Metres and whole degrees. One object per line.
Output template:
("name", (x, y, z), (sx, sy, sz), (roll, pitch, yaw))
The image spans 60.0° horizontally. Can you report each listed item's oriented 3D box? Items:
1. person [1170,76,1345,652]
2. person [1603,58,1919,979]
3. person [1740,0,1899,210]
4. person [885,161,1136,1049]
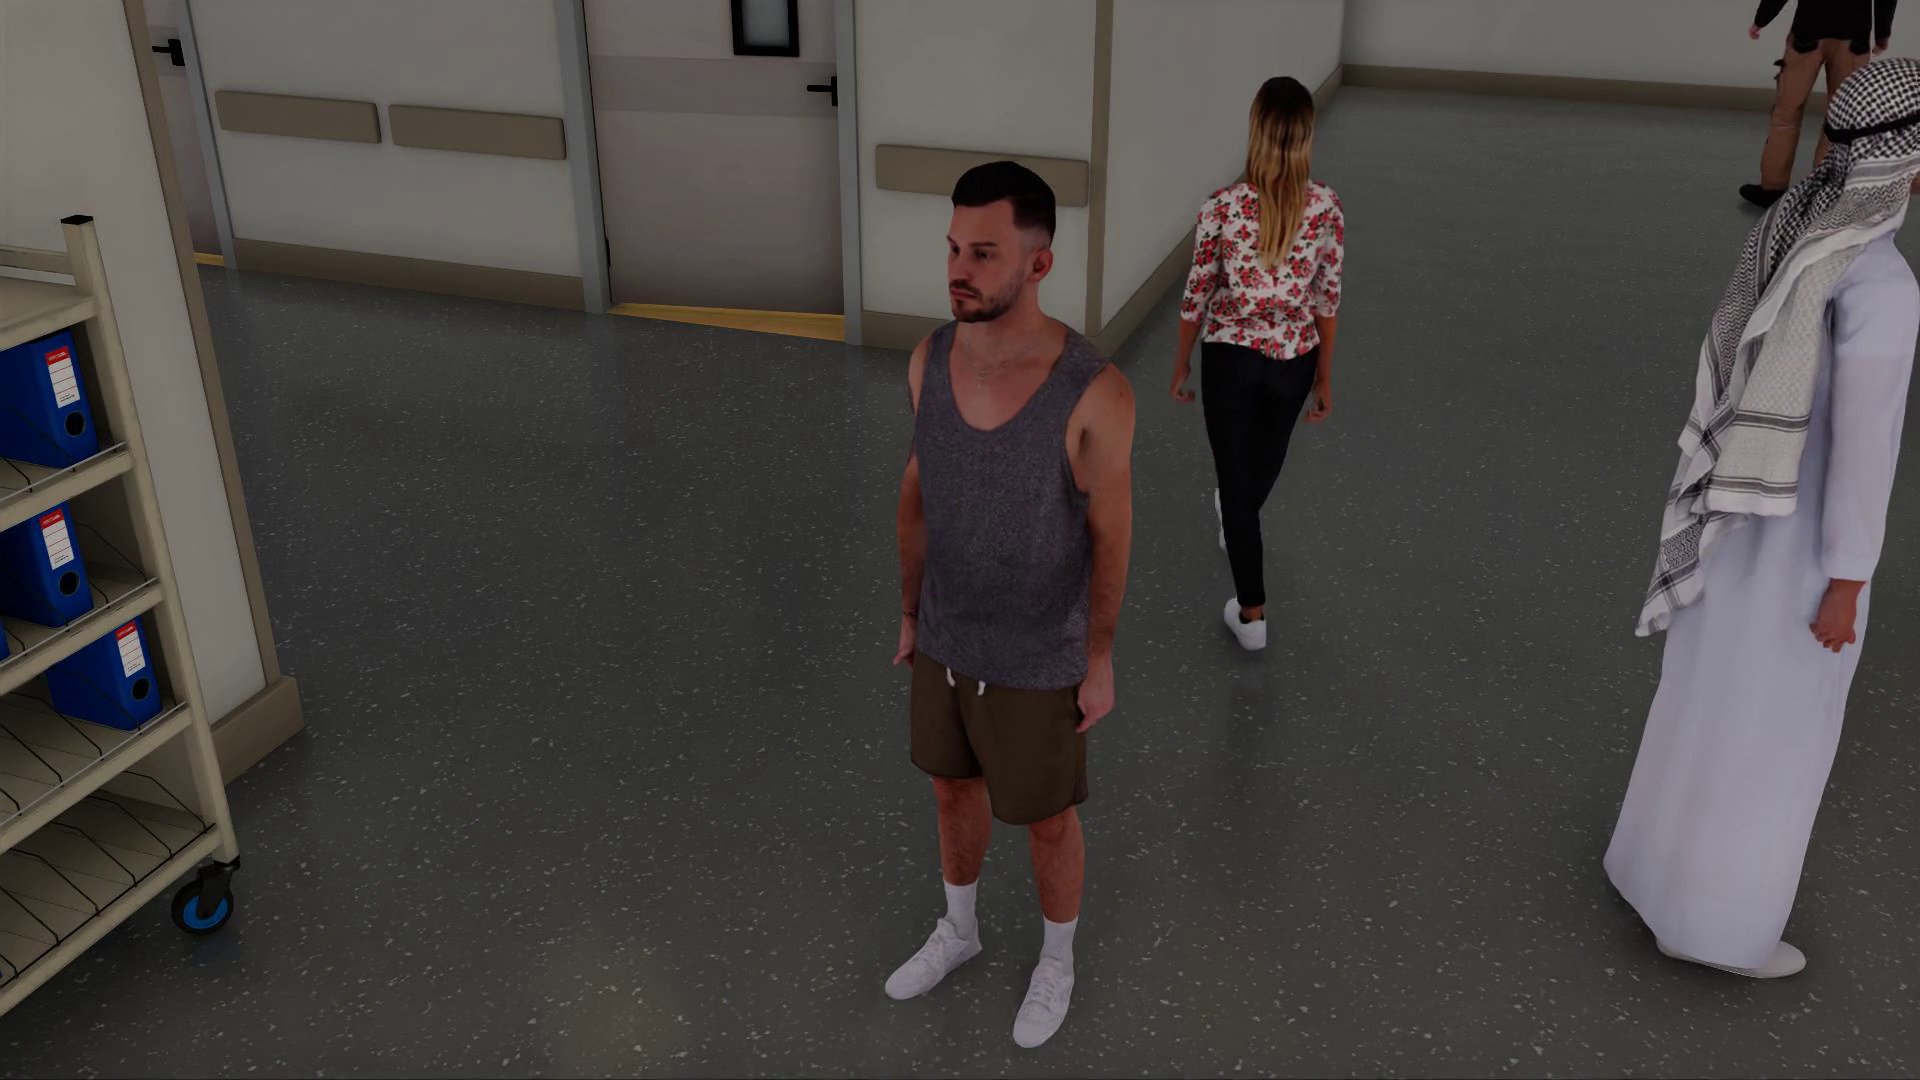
("person", (0.865, -0.444, 4.715), (0.900, 1.592, 1.133), (-3, 26, -6))
("person", (1.680, -0.003, 3.416), (0.843, 1.925, 0.698), (-1, 26, -1))
("person", (4.817, -2.754, 9.144), (0.864, 1.906, 0.787), (3, 26, 6))
("person", (0.094, 0.168, 3.245), (0.668, 1.843, 0.613), (14, 29, 27))
